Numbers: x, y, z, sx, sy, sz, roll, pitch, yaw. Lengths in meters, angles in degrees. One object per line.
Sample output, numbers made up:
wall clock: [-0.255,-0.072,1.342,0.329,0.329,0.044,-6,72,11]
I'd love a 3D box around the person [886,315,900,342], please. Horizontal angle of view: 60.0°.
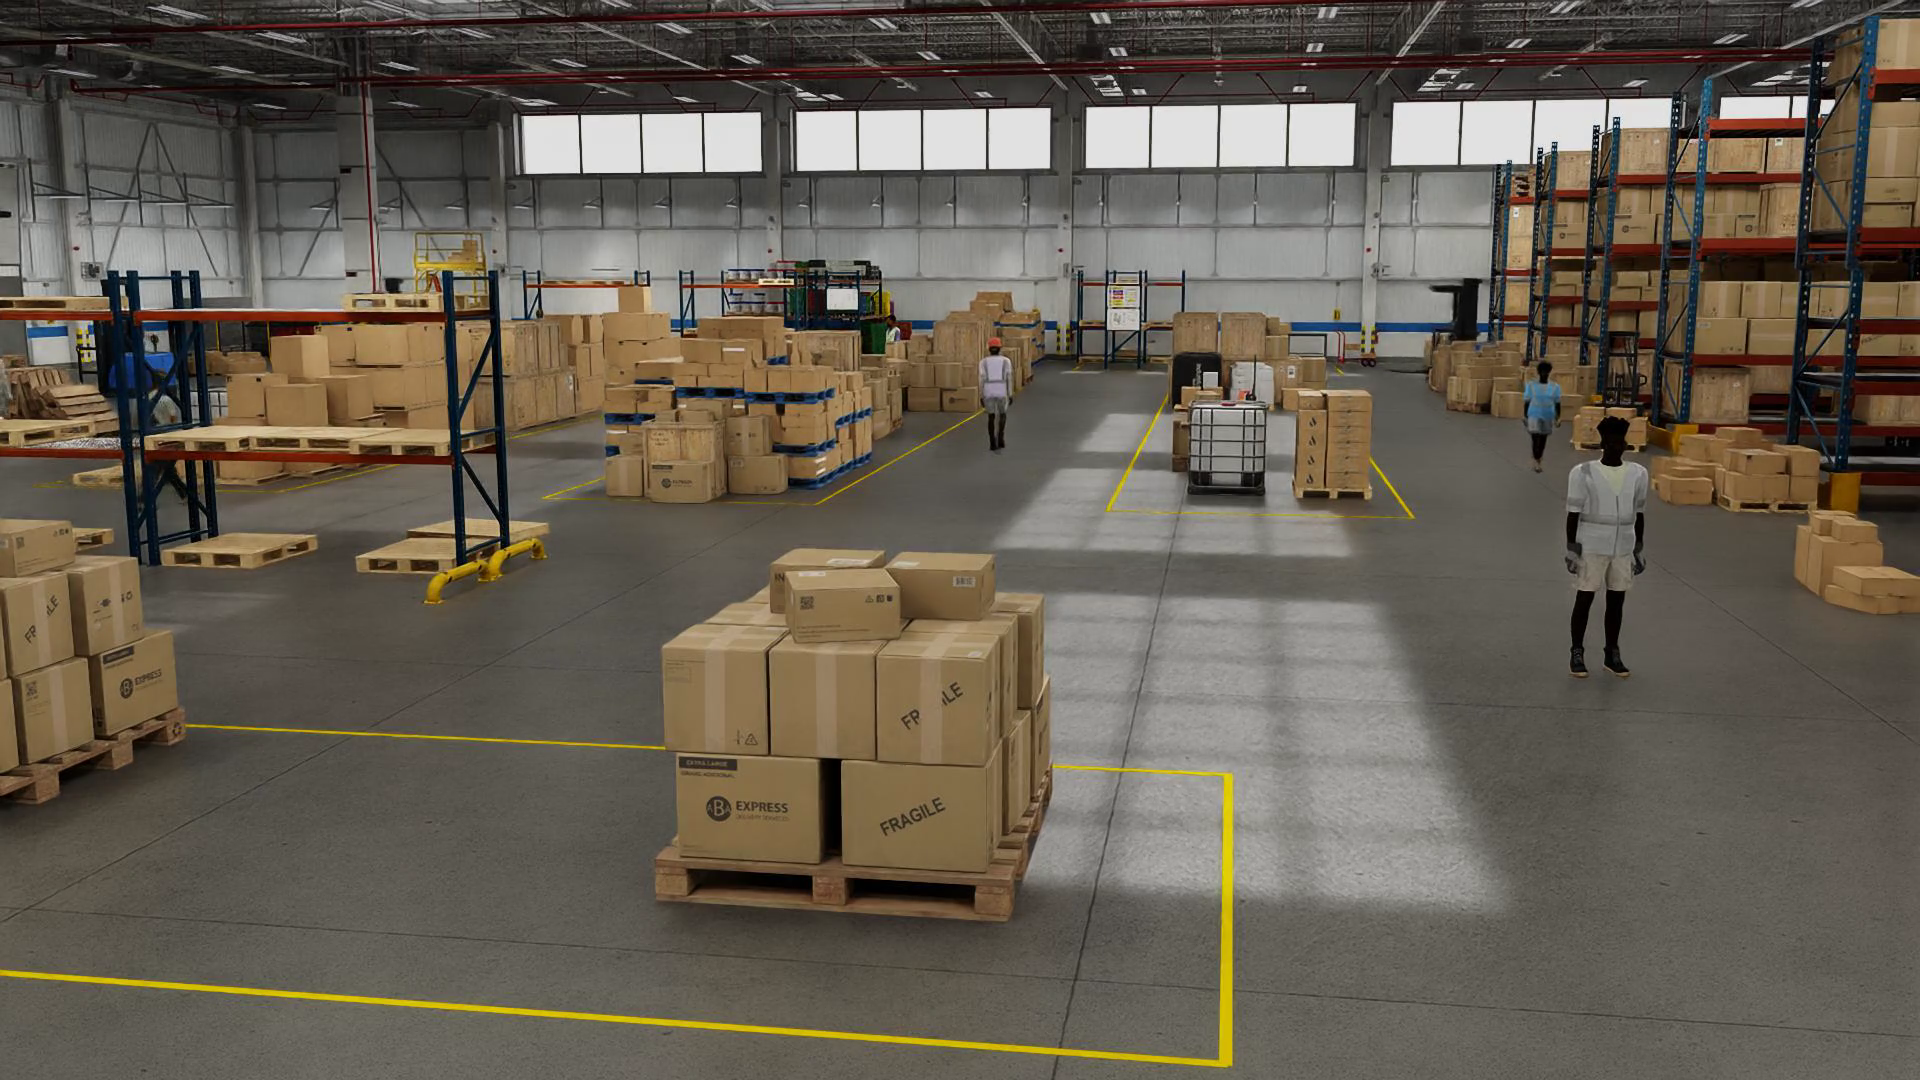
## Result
person: [-1.690,-4.723,42.003,0.392,1.920,0.587,-5,10,-28]

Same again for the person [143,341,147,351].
person: [-20.066,-4.331,40.533,0.821,1.597,0.526,-3,10,-19]

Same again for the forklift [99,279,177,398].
forklift: [-19.606,-4.720,39.027,1.873,2.768,1.129,1,9,9]

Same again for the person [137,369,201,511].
person: [-10.154,-1.278,21.166,0.525,1.792,1.010,5,10,26]

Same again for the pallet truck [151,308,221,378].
pallet truck: [-21.869,-5.598,47.154,0.823,1.965,1.885,4,10,26]

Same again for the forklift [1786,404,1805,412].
forklift: [18.510,-4.209,35.873,1.129,2.768,1.873,1,9,9]

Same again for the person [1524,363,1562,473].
person: [8.809,-1.862,25.185,0.534,1.653,0.910,2,9,10]

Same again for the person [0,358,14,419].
person: [-16.017,-2.404,27.689,0.644,1.916,0.597,6,11,33]

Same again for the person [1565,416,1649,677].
person: [4.819,0.052,12.405,0.615,1.964,0.361,0,9,-3]

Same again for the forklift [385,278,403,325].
forklift: [-14.915,-5.515,43.929,1.873,2.768,1.129,-3,10,-17]

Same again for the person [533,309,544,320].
person: [-11.970,-5.618,47.460,0.627,1.941,0.370,3,10,17]

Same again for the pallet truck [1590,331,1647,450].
pallet truck: [11.253,-2.573,28.499,0.823,1.965,1.885,5,10,27]

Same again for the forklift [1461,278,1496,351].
forklift: [13.641,-5.611,44.519,1.873,2.768,1.129,1,9,9]

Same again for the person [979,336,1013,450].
person: [0.612,-2.494,28.257,0.587,1.911,0.725,1,9,3]
